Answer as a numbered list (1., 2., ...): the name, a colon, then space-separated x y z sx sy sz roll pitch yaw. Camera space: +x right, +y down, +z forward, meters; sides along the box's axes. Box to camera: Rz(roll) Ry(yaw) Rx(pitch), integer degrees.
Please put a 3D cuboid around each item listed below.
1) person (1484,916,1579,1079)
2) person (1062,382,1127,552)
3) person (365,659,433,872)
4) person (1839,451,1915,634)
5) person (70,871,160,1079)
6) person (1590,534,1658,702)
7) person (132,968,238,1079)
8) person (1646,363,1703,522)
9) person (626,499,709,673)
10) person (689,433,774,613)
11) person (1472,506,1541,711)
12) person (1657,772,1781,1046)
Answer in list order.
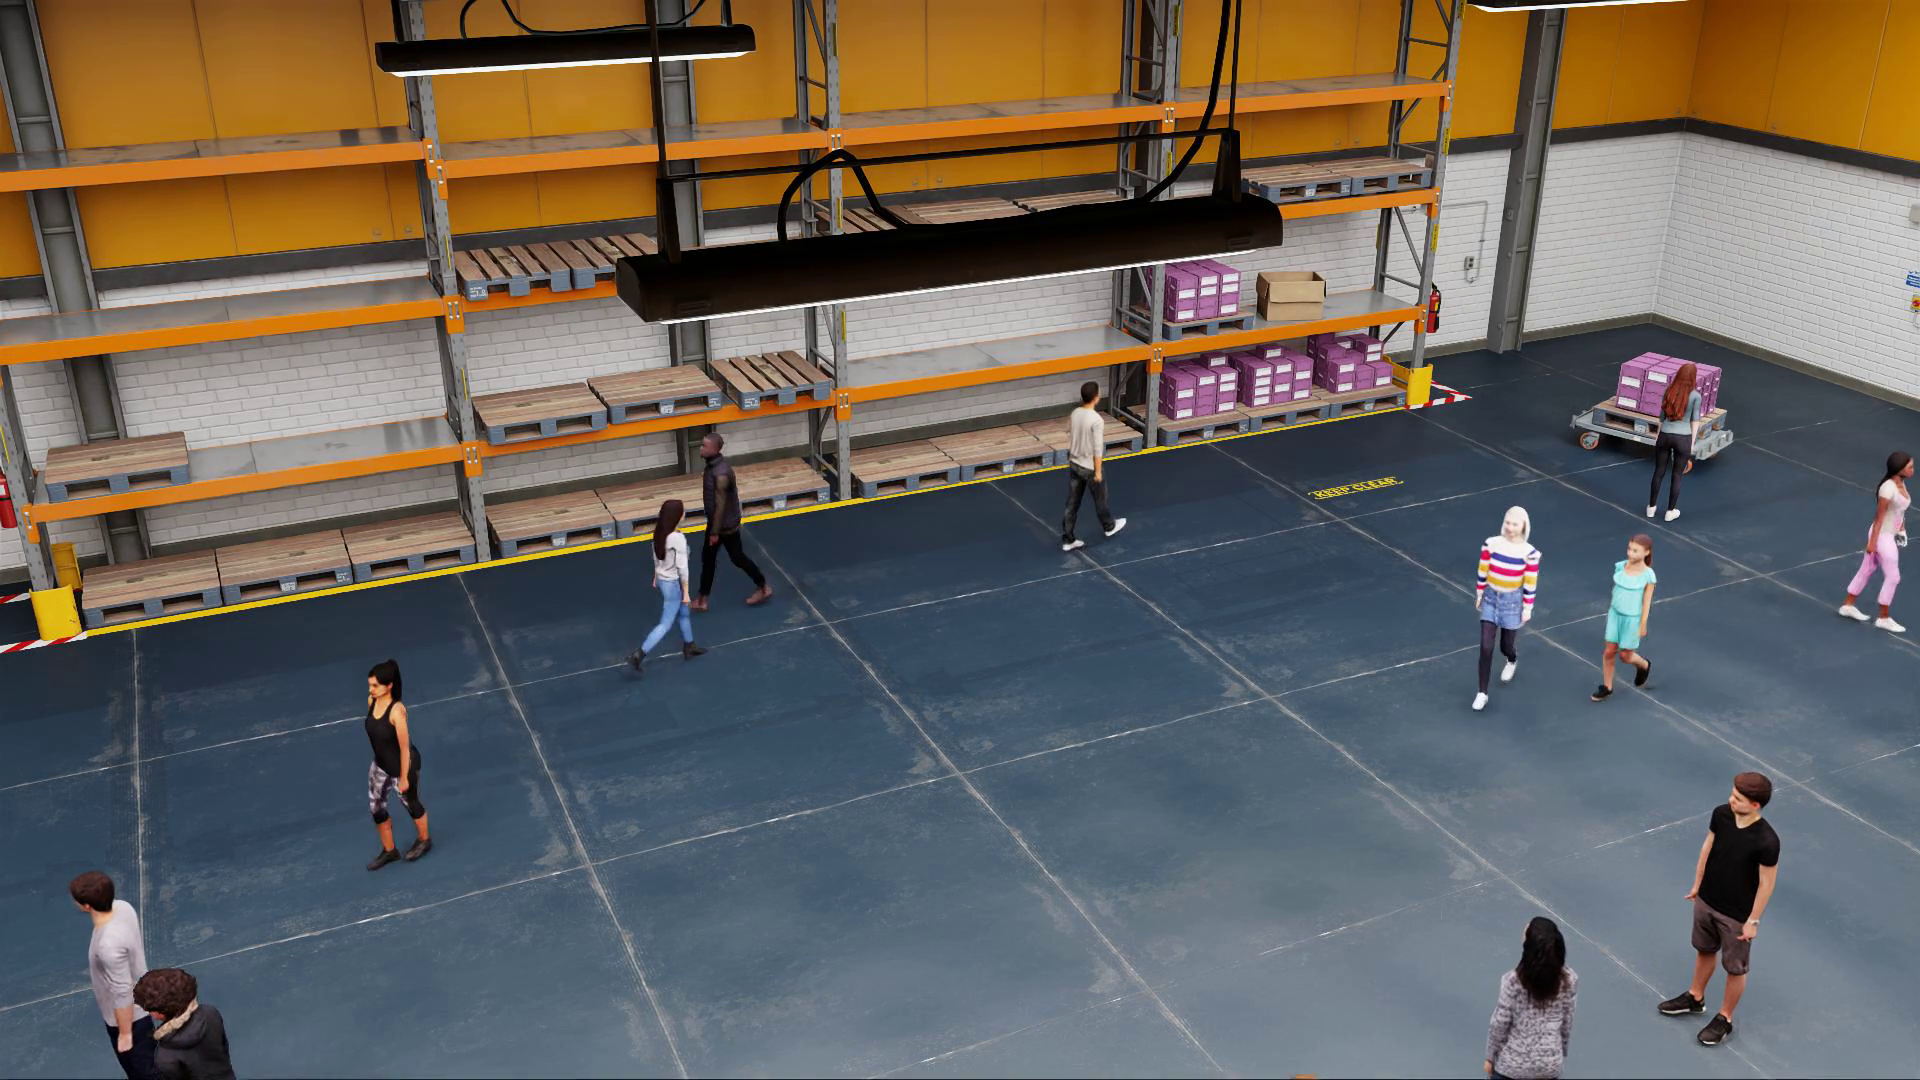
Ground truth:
1. person: 3.096 2.820 9.080 0.589 1.727 0.735 -2 24 -4
2. person: 1.225 -0.730 17.130 1.155 1.784 0.879 -19 30 -37
3. person: -4.009 1.580 12.014 0.796 1.649 0.875 16 28 32
4. person: 8.559 -0.033 15.608 0.852 1.725 0.870 17 29 34
5. person: -4.674 2.629 9.373 0.548 1.842 0.665 -9 25 -20
6. person: 5.765 0.654 14.262 0.853 1.546 0.598 -13 27 -28
7. person: -3.869 2.973 8.691 0.834 1.758 0.784 6 24 14
8. person: 7.709 -1.062 17.944 0.642 1.740 0.651 19 30 37
9. person: -2.626 0.439 14.689 1.102 1.598 0.753 -16 28 -31
10. person: -2.163 -0.155 15.797 1.138 1.798 0.717 -10 25 -22
11. person: 4.668 0.542 14.215 0.983 1.788 1.150 15 28 31
12. person: 4.758 2.233 10.256 0.582 1.861 0.676 -9 25 -20
